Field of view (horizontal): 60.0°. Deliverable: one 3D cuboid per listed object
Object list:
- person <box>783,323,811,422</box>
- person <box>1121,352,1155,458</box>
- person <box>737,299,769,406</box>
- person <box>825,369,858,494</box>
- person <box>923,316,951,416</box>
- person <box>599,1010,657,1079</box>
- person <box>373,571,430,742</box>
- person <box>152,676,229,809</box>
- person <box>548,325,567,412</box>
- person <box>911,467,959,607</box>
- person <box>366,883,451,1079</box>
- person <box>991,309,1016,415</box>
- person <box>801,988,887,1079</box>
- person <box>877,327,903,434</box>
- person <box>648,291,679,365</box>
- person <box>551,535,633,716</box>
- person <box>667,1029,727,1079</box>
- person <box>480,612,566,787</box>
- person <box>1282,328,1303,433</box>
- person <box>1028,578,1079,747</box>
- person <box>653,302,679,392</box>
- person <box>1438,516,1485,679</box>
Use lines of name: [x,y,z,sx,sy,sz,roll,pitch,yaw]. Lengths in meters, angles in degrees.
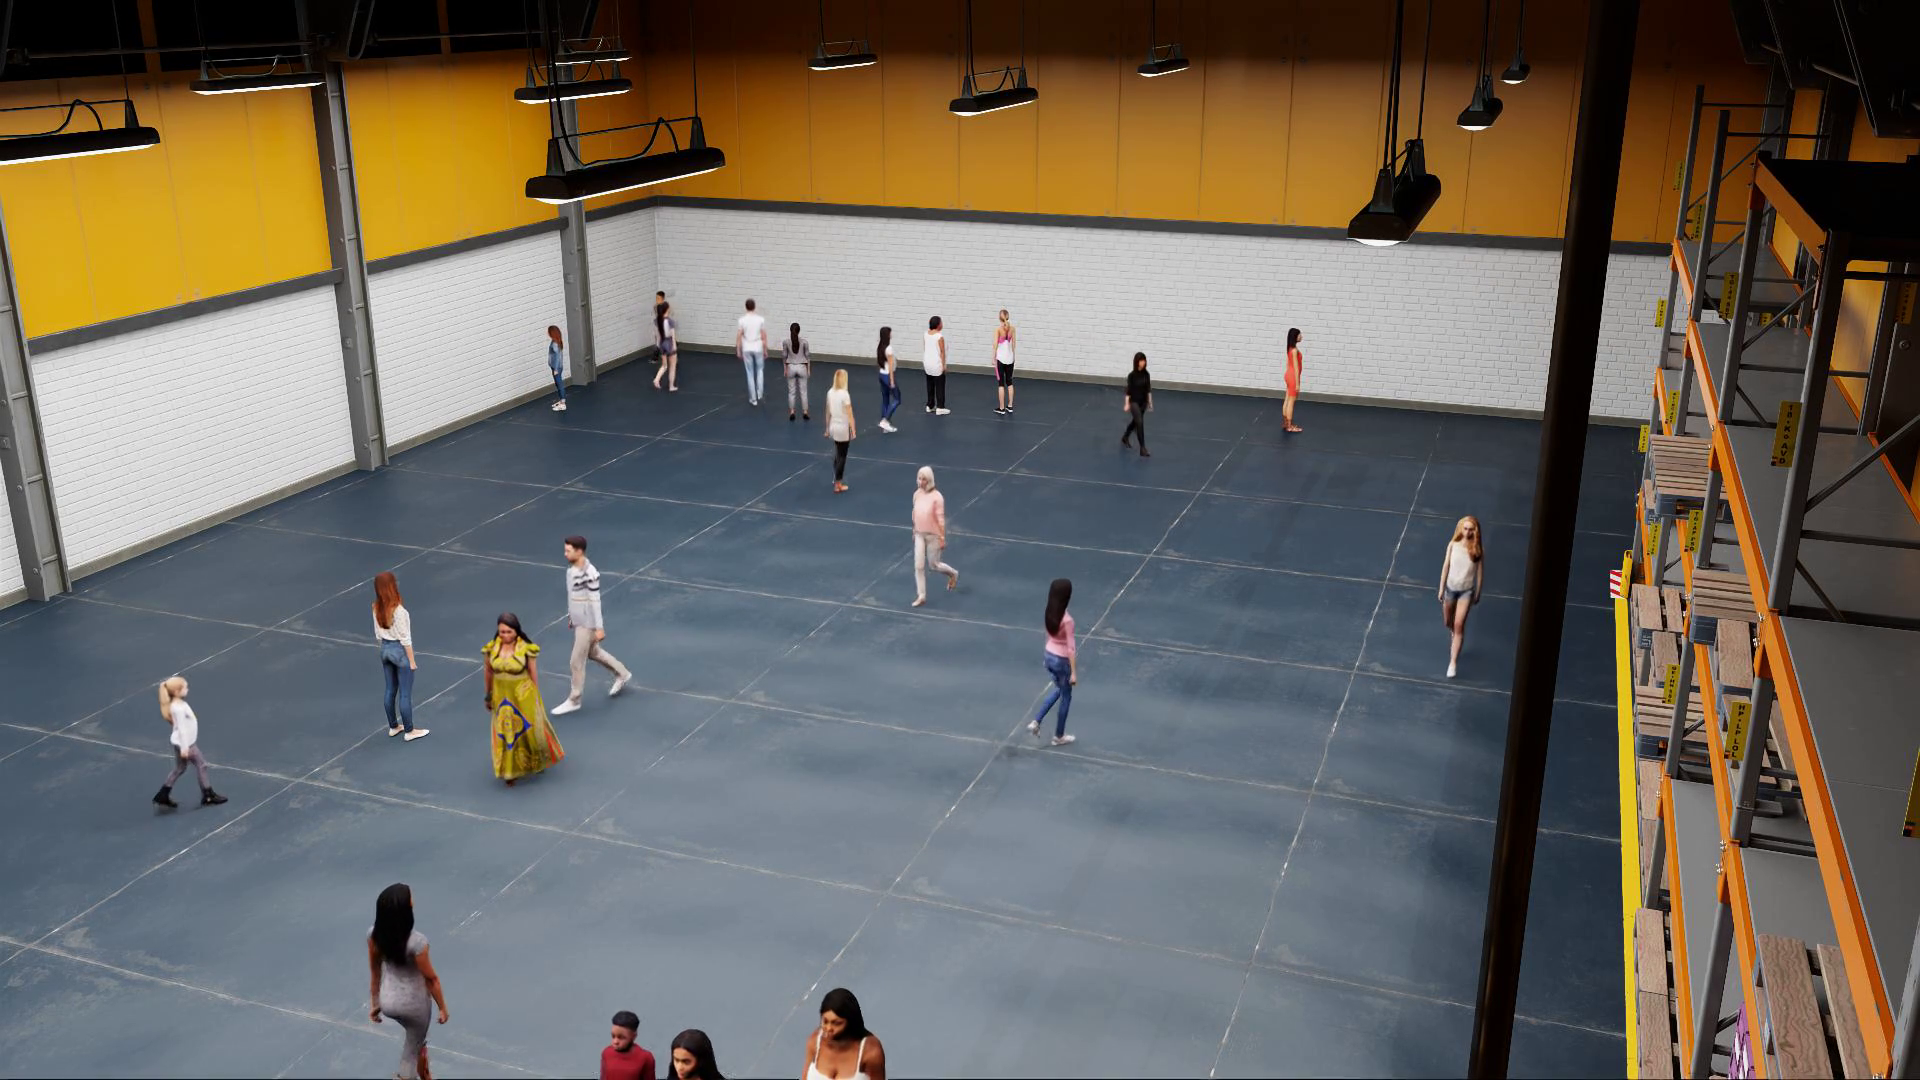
person: [-2.752,-2.837,28.041,0.693,1.678,0.692,1,19,2]
person: [2.746,-2.148,26.108,1.097,1.606,1.084,-11,22,-30]
person: [-3.609,-3.260,29.064,0.937,1.826,1.035,-5,19,-14]
person: [-1.796,-1.546,24.001,0.708,1.809,0.702,13,23,34]
person: [-0.408,-3.018,28.565,0.785,1.687,0.761,-14,23,-35]
person: [-2.005,3.404,10.184,0.504,1.246,0.511,6,19,17]
person: [-5.506,1.118,16.222,0.613,1.727,0.569,11,21,29]
person: [-7.002,1.821,14.849,0.894,1.269,0.768,-13,22,-33]
person: [-6.977,-2.996,28.827,0.694,1.477,0.601,-5,19,-14]
person: [-0.311,-0.069,19.782,0.801,1.702,1.014,15,24,38]
person: [-3.557,3.025,10.502,0.641,1.762,0.817,8,20,23]
person: [0.760,-3.074,28.575,0.664,1.786,0.748,-11,21,-29]
person: [-0.616,3.331,9.582,0.726,1.769,1.143,8,20,24]
person: [-1.260,-2.599,27.194,0.780,1.767,0.726,-10,21,-26]
person: [-5.697,-4.125,32.268,0.697,1.422,0.986,13,22,33]
person: [-3.732,0.813,16.947,1.288,1.841,1.138,-12,22,-31]
person: [-1.404,3.452,9.344,0.616,1.692,1.147,6,20,17]
person: [-4.126,1.428,15.412,0.996,1.656,1.050,0,19,0]
person: [5.475,-2.640,27.392,0.722,1.719,0.605,-2,19,-6]
person: [0.886,1.193,15.994,0.883,1.730,0.808,-11,22,-30]
person: [-5.326,-3.454,29.937,0.700,1.637,0.802,13,22,33]
person: [5.379,0.558,17.876,0.688,1.731,1.114,10,21,28]
